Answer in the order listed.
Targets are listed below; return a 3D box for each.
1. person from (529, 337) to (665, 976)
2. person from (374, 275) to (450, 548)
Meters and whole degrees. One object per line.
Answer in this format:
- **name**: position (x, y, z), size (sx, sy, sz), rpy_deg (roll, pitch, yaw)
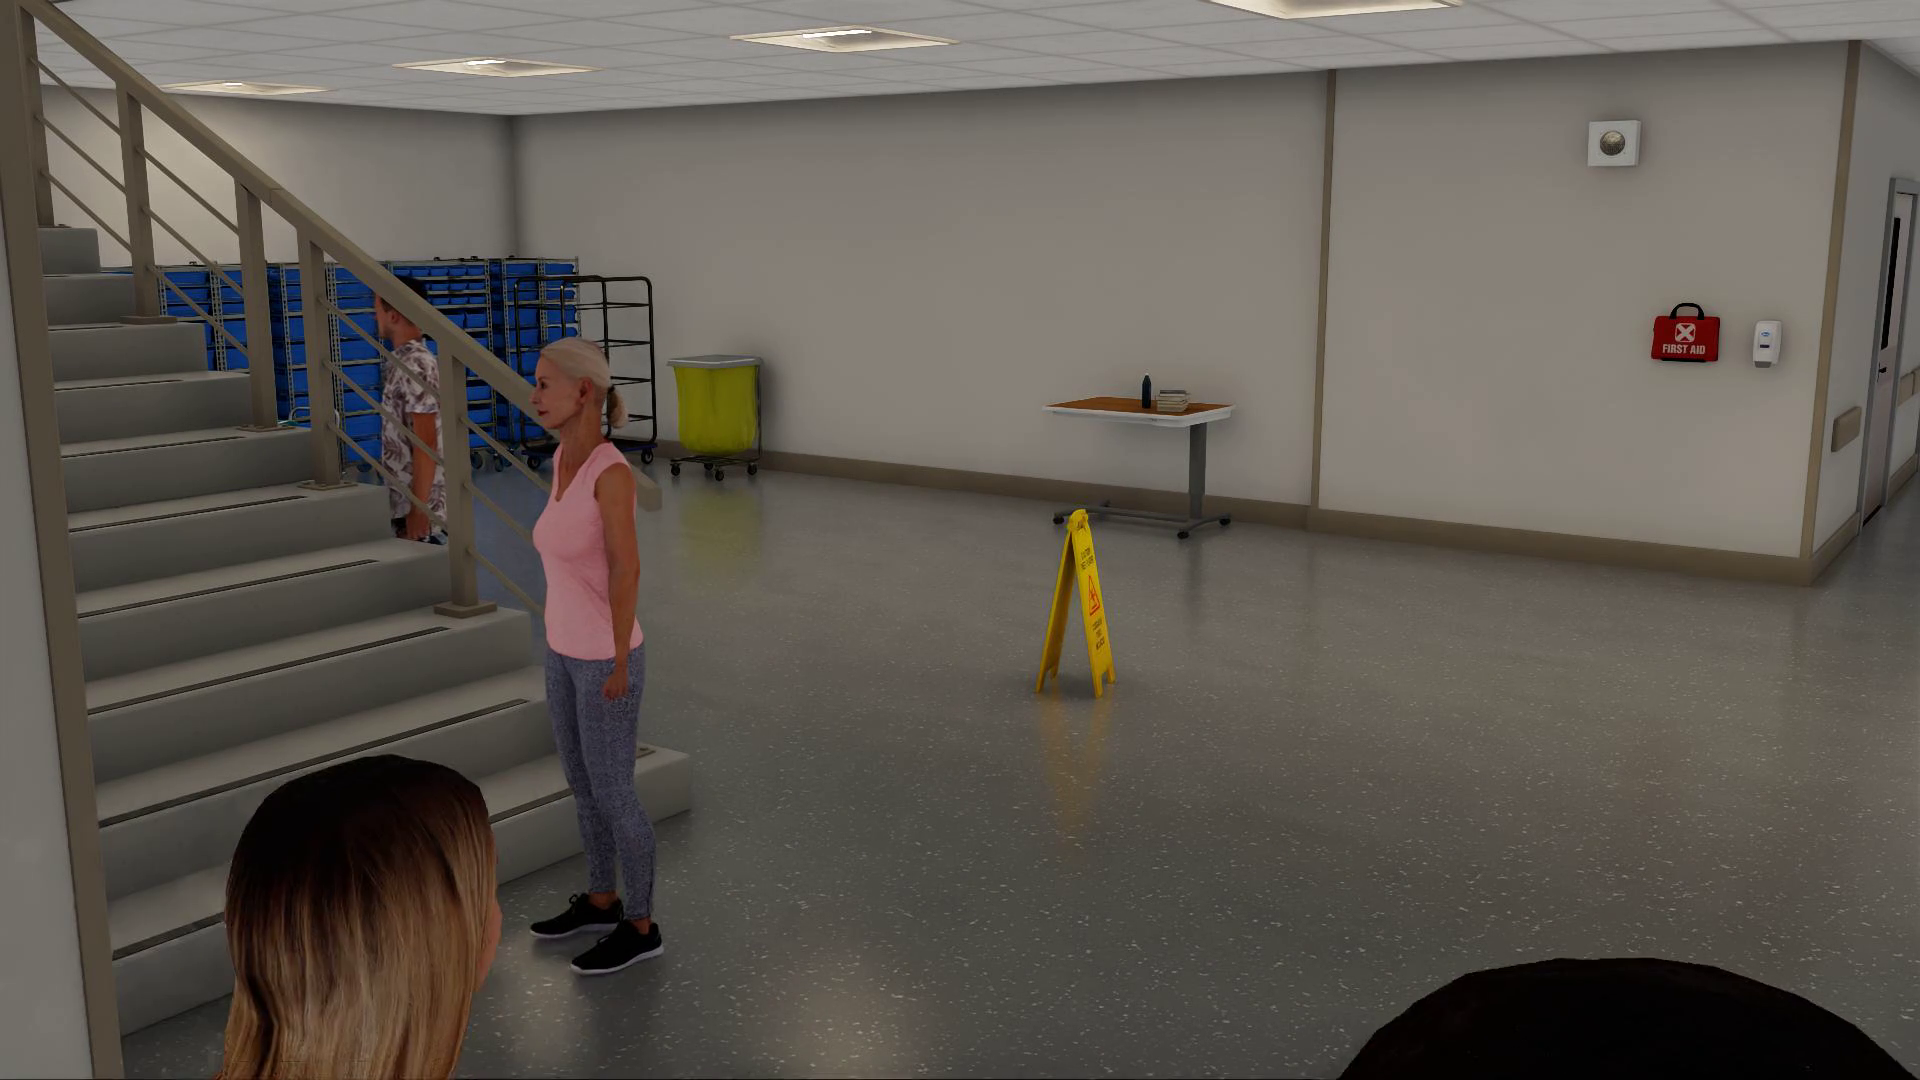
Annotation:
- **person**: position (-0.995, 0.308, 4.550), size (0.675, 1.725, 0.541), rpy_deg (-8, 13, -35)
- **person**: position (-2.239, -0.197, 6.971), size (0.809, 1.815, 0.732), rpy_deg (-3, 11, -14)
